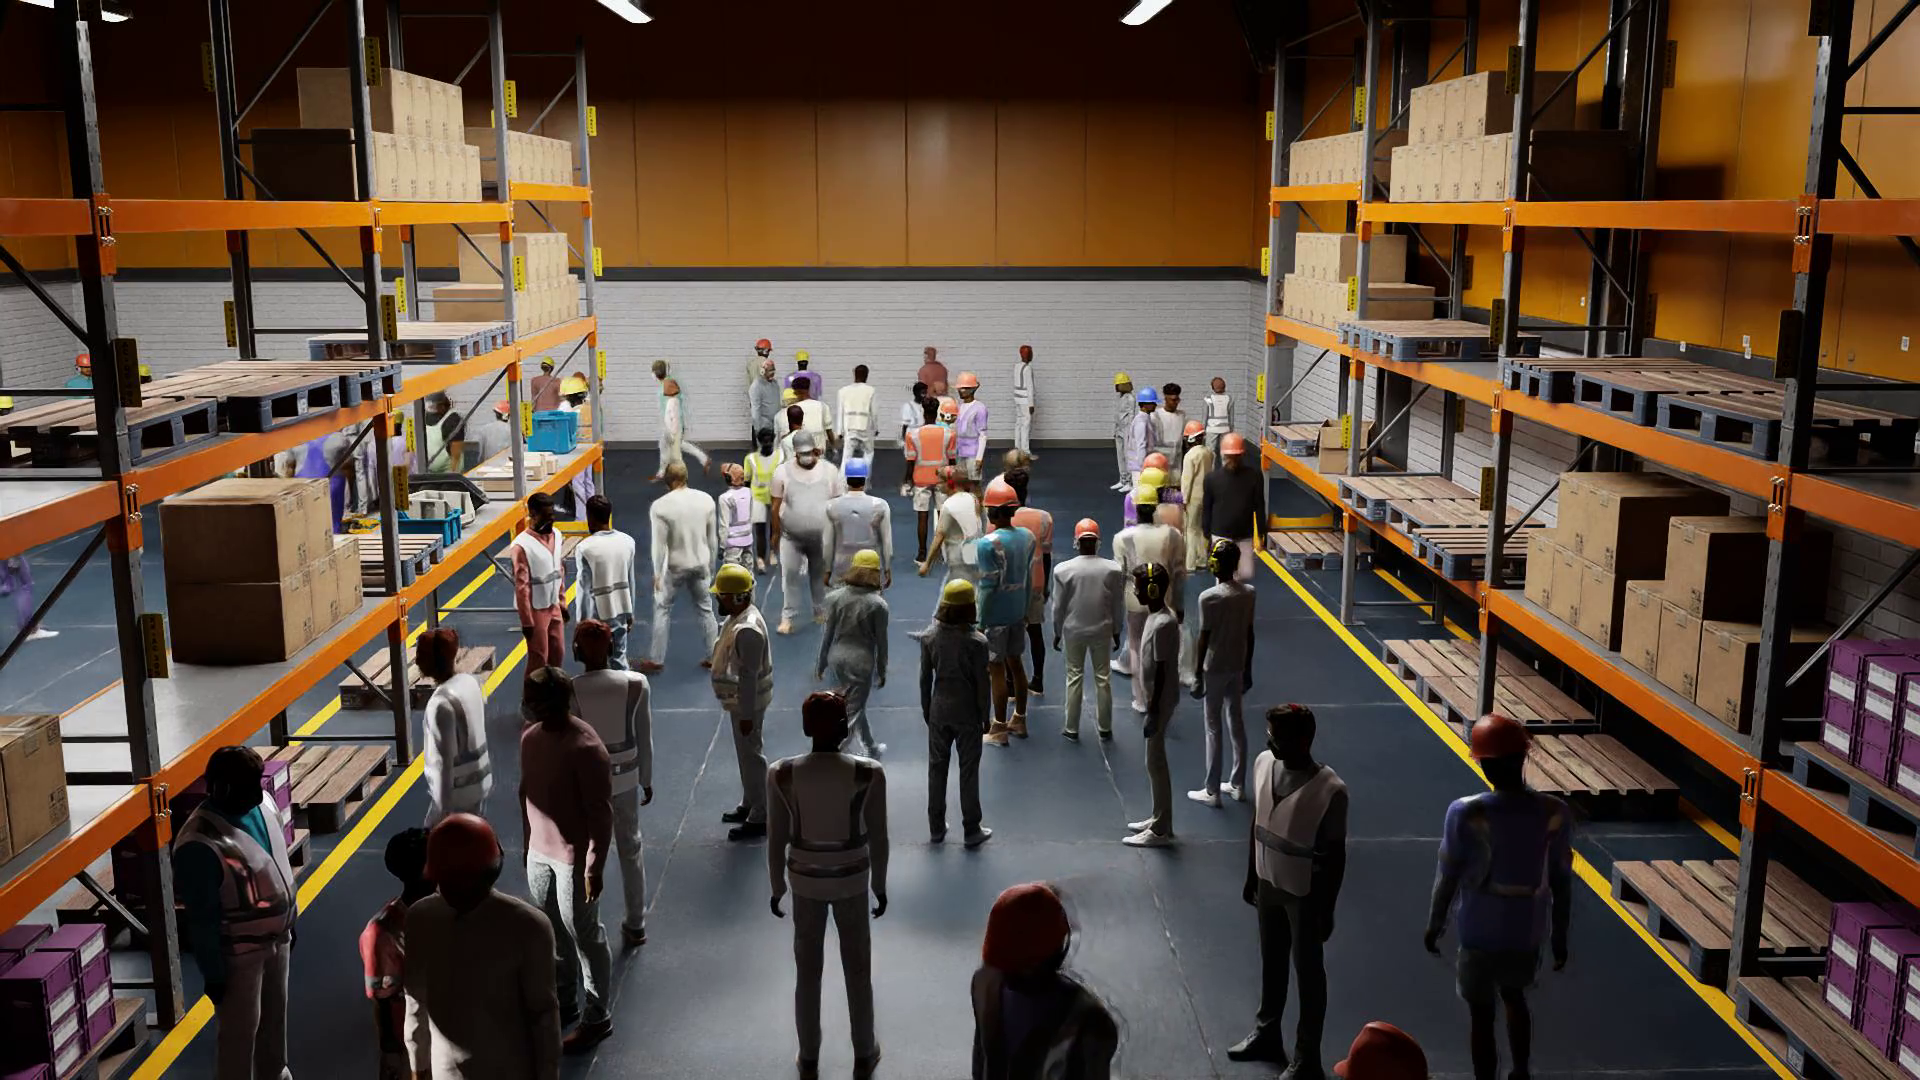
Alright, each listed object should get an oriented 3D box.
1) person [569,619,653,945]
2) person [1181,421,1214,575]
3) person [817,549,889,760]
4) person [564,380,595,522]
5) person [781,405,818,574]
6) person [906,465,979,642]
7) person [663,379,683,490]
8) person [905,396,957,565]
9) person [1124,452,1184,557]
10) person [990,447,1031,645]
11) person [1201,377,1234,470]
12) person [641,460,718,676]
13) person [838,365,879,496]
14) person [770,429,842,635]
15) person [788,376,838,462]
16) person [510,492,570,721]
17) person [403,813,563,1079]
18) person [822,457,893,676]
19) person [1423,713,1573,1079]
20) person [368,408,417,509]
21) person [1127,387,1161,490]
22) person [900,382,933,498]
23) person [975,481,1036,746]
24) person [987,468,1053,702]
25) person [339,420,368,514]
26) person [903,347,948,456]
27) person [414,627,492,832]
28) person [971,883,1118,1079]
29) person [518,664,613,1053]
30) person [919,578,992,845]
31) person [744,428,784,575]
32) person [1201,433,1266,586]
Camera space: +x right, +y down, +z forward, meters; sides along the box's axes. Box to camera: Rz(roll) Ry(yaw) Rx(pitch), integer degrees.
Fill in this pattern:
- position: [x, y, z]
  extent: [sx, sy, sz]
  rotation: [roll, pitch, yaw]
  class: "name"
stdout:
- position: [-1.985, 1.358, 9.235]
  extent: [0.578, 1.880, 0.353]
  rotation: [-4, 12, -21]
  class: "person"
- position: [2.641, -0.479, 18.800]
  extent: [0.351, 1.738, 0.575]
  rotation: [8, 14, 34]
  class: "person"
- position: [-0.770, 0.906, 12.020]
  extent: [0.521, 1.684, 0.929]
  rotation: [7, 13, 30]
  class: "person"
- position: [-4.911, -1.101, 21.483]
  extent: [0.394, 1.913, 0.591]
  rotation: [4, 12, 18]
  class: "person"
- position: [-1.802, -0.572, 18.810]
  extent: [0.373, 1.916, 0.596]
  rotation: [6, 13, 27]
  class: "person"
- position: [-0.087, 0.203, 15.235]
  extent: [0.945, 1.788, 0.566]
  rotation: [3, 12, 17]
  class: "person"
- position: [-4.204, -1.545, 24.402]
  extent: [0.282, 1.633, 0.501]
  rotation: [-2, 11, -10]
  class: "person"
- position: [-0.332, -0.680, 19.228]
  extent: [0.601, 1.967, 0.369]
  rotation: [-1, 11, -7]
  class: "person"
- position: [1.770, 0.153, 15.163]
  extent: [0.549, 1.927, 0.393]
  rotation: [-1, 11, -3]
  class: "person"
- position: [0.478, 0.085, 15.531]
  extent: [0.492, 1.917, 0.624]
  rotation: [-6, 13, -29]
  class: "person"
- position: [3.813, -1.590, 24.619]
  extent: [0.518, 1.637, 0.310]
  rotation: [-3, 12, -13]
  class: "person"
- position: [-2.444, 0.244, 14.759]
  extent: [0.675, 1.912, 0.456]
  rotation: [-7, 14, -33]
  class: "person"
- position: [-1.457, -1.586, 24.034]
  extent: [0.599, 1.862, 0.775]
  rotation: [4, 12, 20]
  class: "person"
- position: [-1.487, -0.114, 16.201]
  extent: [0.718, 2.000, 0.582]
  rotation: [-3, 12, -14]
  class: "person"
- position: [-1.925, -1.168, 21.760]
  extent: [0.772, 1.942, 0.403]
  rotation: [-8, 14, -34]
  class: "person"
- position: [-3.328, 0.555, 13.199]
  extent: [0.404, 1.906, 0.598]
  rotation: [4, 12, 17]
  class: "person"
- position: [-1.754, 1.935, 6.078]
  extent: [0.620, 1.986, 0.409]
  rotation: [3, 12, 15]
  class: "person"
- position: [-0.900, 0.241, 14.663]
  extent: [0.616, 1.942, 0.408]
  rotation: [0, 11, -2]
  class: "person"
- position: [2.390, 1.710, 7.391]
  extent: [0.566, 1.903, 0.439]
  rotation: [-1, 11, -4]
  class: "person"
- position: [-6.308, -0.552, 18.750]
  extent: [0.612, 1.893, 0.871]
  rotation: [-1, 11, -4]
  class: "person"
- position: [2.245, -0.899, 20.368]
  extent: [0.396, 1.949, 0.602]
  rotation: [2, 11, 8]
  class: "person"
- position: [-0.538, -1.404, 23.597]
  extent: [0.791, 1.658, 0.543]
  rotation: [8, 14, 35]
  class: "person"
- position: [0.310, 0.563, 12.803]
  extent: [0.379, 2.041, 0.616]
  rotation: [10, 15, 40]
  class: "person"
- position: [0.492, 0.377, 13.936]
  extent: [0.608, 1.963, 0.369]
  rotation: [-6, 13, -26]
  class: "person"
- position: [-8.232, -1.186, 22.349]
  extent: [0.320, 1.737, 0.485]
  rotation: [9, 15, 39]
  class: "person"
- position: [-0.478, -2.254, 27.388]
  extent: [0.652, 1.867, 0.938]
  rotation: [-10, 15, -42]
  class: "person"
- position: [-2.766, 1.383, 9.142]
  extent: [0.417, 1.872, 0.606]
  rotation: [1, 11, 6]
  class: "person"
- position: [0.324, 2.034, 5.526]
  extent: [0.762, 2.014, 0.639]
  rotation: [-11, 16, -43]
  class: "person"
- position: [-1.943, 1.542, 8.161]
  extent: [0.635, 1.935, 0.351]
  rotation: [10, 15, 41]
  class: "person"
- position: [-0.018, 1.107, 10.829]
  extent: [0.493, 1.742, 0.322]
  rotation: [5, 12, 23]
  class: "person"
- position: [-2.187, -0.456, 18.909]
  extent: [0.543, 1.649, 0.881]
  rotation: [-2, 11, -8]
  class: "person"
- position: [2.651, -0.085, 16.218]
  extent: [0.635, 1.973, 0.565]
  rotation: [0, 11, -1]
  class: "person"
